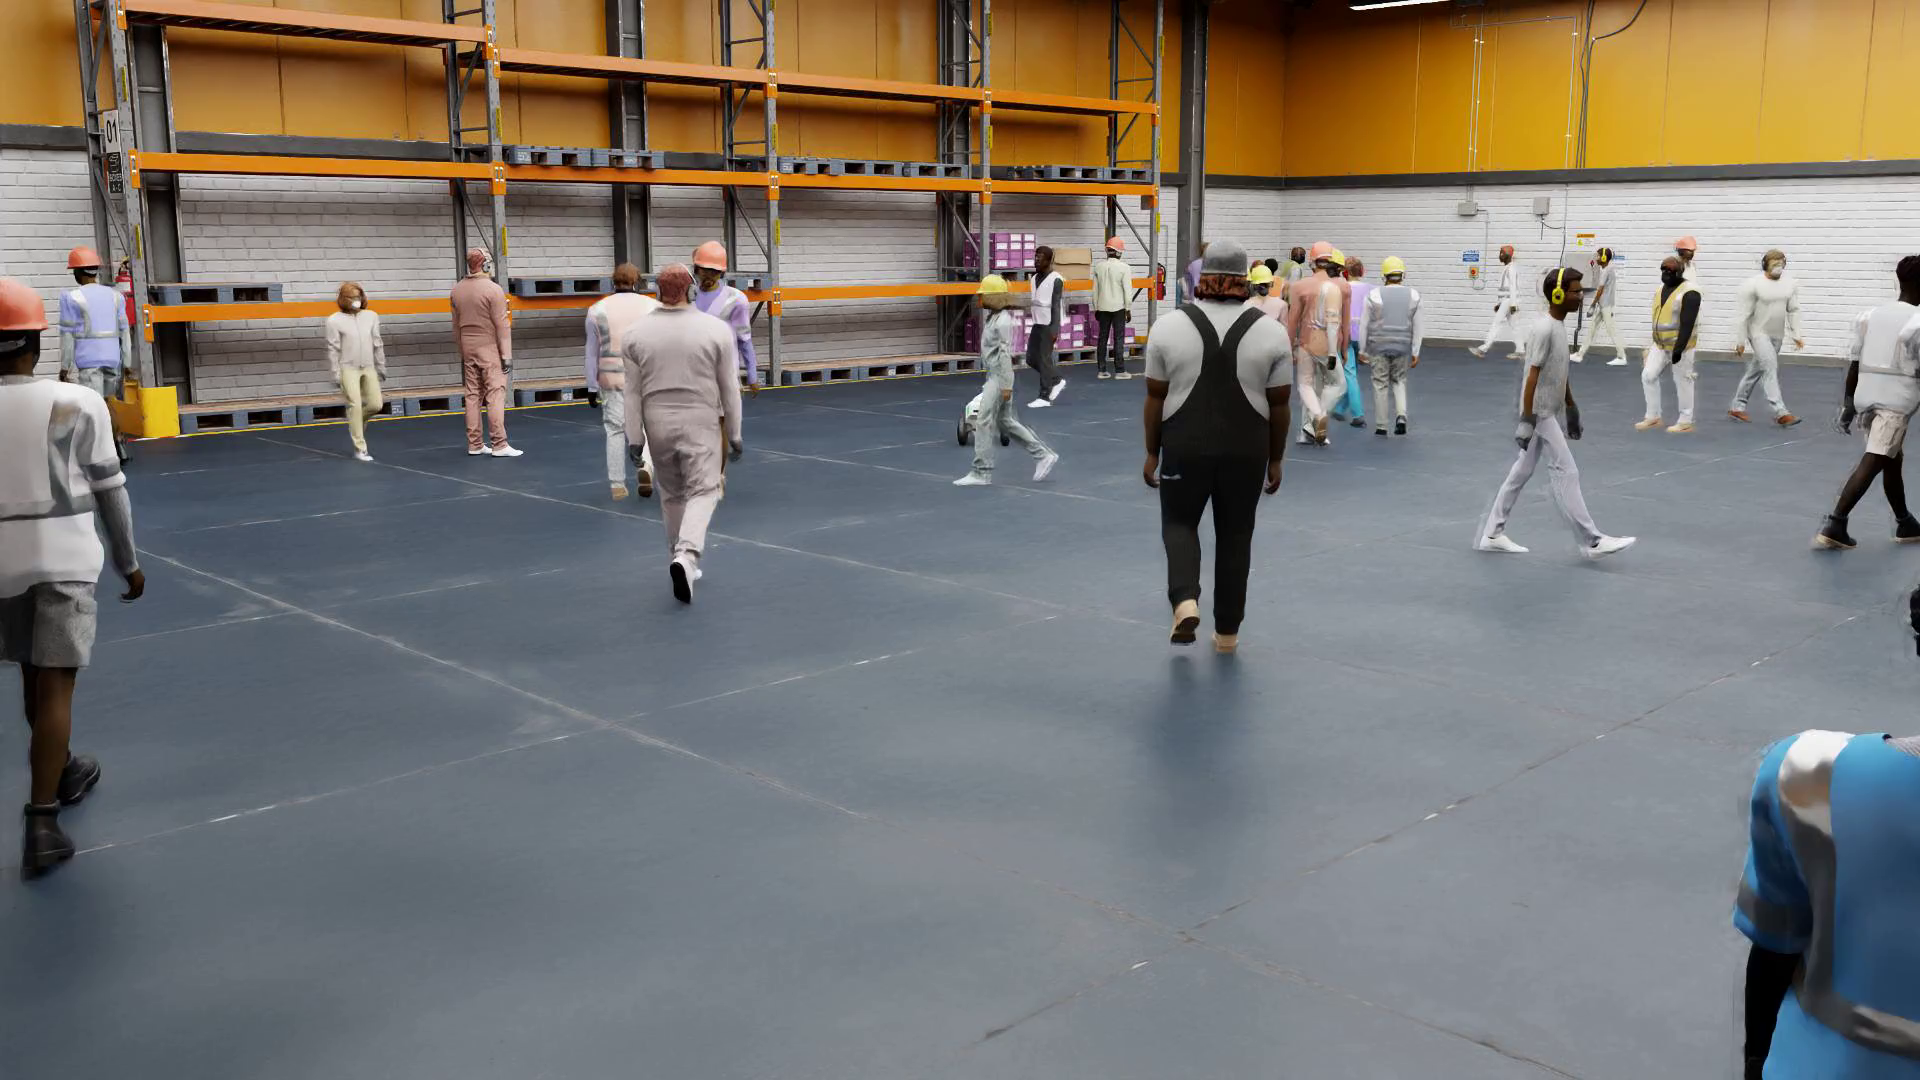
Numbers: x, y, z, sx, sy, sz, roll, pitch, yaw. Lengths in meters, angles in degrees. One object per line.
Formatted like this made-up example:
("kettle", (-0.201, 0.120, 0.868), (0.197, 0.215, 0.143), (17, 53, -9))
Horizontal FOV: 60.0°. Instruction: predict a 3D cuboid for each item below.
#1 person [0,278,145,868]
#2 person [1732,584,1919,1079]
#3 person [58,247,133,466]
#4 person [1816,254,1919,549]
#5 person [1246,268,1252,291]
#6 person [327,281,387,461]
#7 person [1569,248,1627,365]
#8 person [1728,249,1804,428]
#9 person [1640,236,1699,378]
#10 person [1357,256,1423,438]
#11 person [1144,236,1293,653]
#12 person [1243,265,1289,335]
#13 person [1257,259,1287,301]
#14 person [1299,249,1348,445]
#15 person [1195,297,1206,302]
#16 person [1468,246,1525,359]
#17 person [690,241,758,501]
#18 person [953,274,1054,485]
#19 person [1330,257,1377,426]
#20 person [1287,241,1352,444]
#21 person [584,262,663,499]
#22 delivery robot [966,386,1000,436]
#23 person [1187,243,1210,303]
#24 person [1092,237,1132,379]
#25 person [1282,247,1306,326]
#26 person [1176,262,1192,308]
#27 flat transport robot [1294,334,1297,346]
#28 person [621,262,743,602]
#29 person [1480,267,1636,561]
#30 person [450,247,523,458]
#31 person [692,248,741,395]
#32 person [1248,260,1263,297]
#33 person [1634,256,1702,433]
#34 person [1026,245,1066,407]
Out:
("person", (-3.068, 0.085, 5.536), (0.550, 1.890, 1.011), (-2, 11, -9))
("person", (1.216, 0.807, 2.107), (0.538, 1.680, 0.641), (10, 14, 43))
("person", (-7.399, -1.530, 14.213), (0.504, 1.919, 0.542), (5, 12, 27))
("person", (6.003, -0.885, 10.745), (1.018, 1.910, 0.611), (-3, 11, -15))
("person", (2.705, -1.911, 16.851), (0.875, 1.732, 0.530), (-7, 13, -34))
("person", (-5.471, -1.524, 15.012), (0.494, 1.612, 0.533), (9, 14, 40))
("person", (10.036, -3.654, 26.073), (0.977, 1.816, 0.541), (5, 12, 26))
("person", (8.585, -2.138, 17.666), (0.618, 1.874, 1.040), (-3, 11, -18))
("person", (10.249, -3.340, 23.837), (0.613, 2.023, 0.790), (-6, 12, -30))
("person", (4.270, -1.912, 16.584), (0.597, 1.816, 0.421), (0, 10, -2))
("person", (1.238, -0.456, 8.033), (0.701, 2.000, 0.552), (1, 10, 6))
("person", (2.870, -1.717, 15.731), (0.522, 1.736, 0.721), (0, 10, -1))
("person", (4.819, -3.549, 25.944), (0.542, 1.655, 0.868), (-3, 11, -14))
("person", (3.503, -1.848, 16.031), (0.460, 1.891, 0.615), (-3, 11, -16))
("person", (2.401, -1.697, 15.364), (0.946, 1.845, 0.568), (-10, 14, -43))
("person", (8.872, -3.895, 27.313), (0.962, 1.835, 0.607), (3, 11, 14))
("person", (-1.901, -1.295, 12.789), (0.713, 1.990, 0.664), (5, 12, 25))
("person", (0.372, -1.297, 13.518), (0.803, 1.717, 0.492), (-1, 10, -7))
("person", (4.197, -2.134, 17.866), (0.577, 1.793, 1.002), (-2, 11, -9))
("person", (3.461, -1.879, 15.986), (0.625, 1.972, 0.774), (-1, 10, -5))
("person", (-2.519, -1.187, 12.606), (0.641, 1.819, 0.626), (-2, 11, -9))
("delivery robot", (0.267, -1.262, 16.224), (0.477, 0.478, 0.707), (2, 10, 8))
("person", (4.015, -3.869, 27.043), (0.659, 1.889, 0.990), (10, 14, 43))
("person", (2.162, -3.267, 23.485), (0.613, 1.994, 0.395), (8, 13, 36))
("person", (5.729, -4.007, 27.988), (0.706, 1.820, 0.634), (-1, 10, -4))
("person", (3.926, -3.933, 28.303), (0.527, 1.549, 0.981), (5, 12, 26))
("flat transport robot", (5.814, -3.699, 30.546), (0.652, 0.197, 1.431), (-10, 14, -42))
("person", (-1.564, -0.613, 9.343), (0.646, 1.881, 0.868), (1, 10, 6))
("person", (3.754, -0.775, 10.386), (0.985, 1.820, 0.549), (5, 12, 26))
("person", (-4.328, -1.708, 15.210), (0.643, 1.913, 0.411), (6, 12, 29))
("person", (-3.110, -2.650, 20.429), (0.644, 1.891, 1.005), (10, 14, 44))
("person", (5.056, -3.960, 28.315), (0.351, 1.613, 0.522), (-7, 12, -34))
("person", (7.279, -1.983, 17.013), (0.675, 1.804, 0.632), (-3, 11, -16))
("person", (1.038, -2.522, 19.670), (0.512, 1.904, 0.594), (-7, 12, -33))
